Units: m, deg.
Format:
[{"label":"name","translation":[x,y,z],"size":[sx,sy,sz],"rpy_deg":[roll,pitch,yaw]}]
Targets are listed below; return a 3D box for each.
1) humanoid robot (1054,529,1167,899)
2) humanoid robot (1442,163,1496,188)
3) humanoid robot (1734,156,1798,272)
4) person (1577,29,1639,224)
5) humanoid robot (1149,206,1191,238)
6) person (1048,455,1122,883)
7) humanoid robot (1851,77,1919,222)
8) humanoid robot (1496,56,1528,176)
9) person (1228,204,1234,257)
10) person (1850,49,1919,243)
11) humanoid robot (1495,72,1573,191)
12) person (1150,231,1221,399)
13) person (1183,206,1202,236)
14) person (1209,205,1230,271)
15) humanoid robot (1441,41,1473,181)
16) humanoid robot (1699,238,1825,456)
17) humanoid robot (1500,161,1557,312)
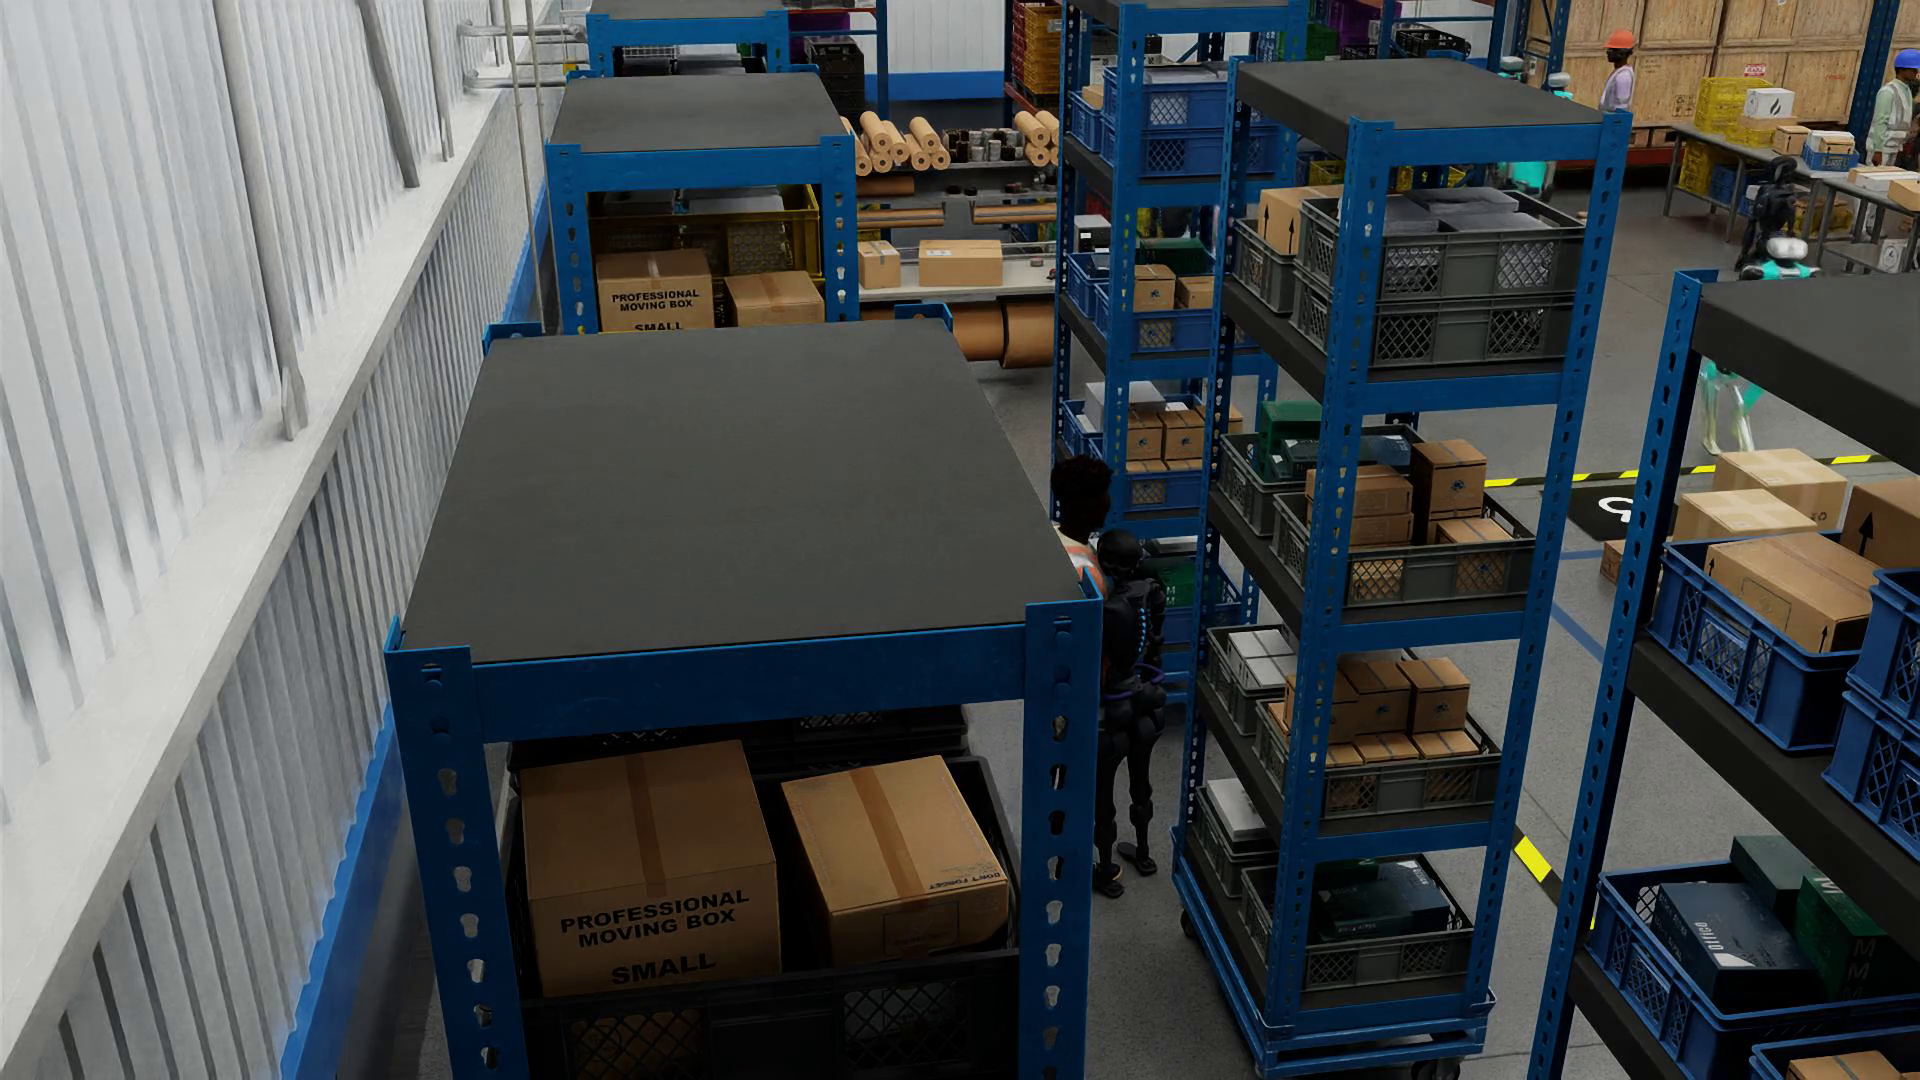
[{"label":"humanoid robot","translation":[0.655,0.725,7.018],"size":[0.599,1.657,0.315],"rpy_deg":[-19,31,-36]},{"label":"humanoid robot","translation":[5.124,-3.774,16.799],"size":[0.599,1.657,0.315],"rpy_deg":[3,25,6]},{"label":"humanoid robot","translation":[6.613,-2.317,13.631],"size":[0.315,1.657,0.599],"rpy_deg":[-3,25,-7]},{"label":"person","translation":[6.885,-4.354,17.642],"size":[0.383,2.045,0.604],"rpy_deg":[7,26,15]},{"label":"humanoid robot","translation":[1.722,-2.226,13.446],"size":[0.369,1.657,0.588],"rpy_deg":[-16,29,-31]},{"label":"person","translation":[0.481,0.563,7.046],"size":[0.368,1.965,0.605],"rpy_deg":[-8,26,-17]},{"label":"humanoid robot","translation":[9.705,-4.016,17.366],"size":[0.613,1.644,0.439],"rpy_deg":[2,25,5]},{"label":"humanoid robot","translation":[5.861,-4.189,17.581],"size":[0.544,1.742,0.681],"rpy_deg":[-13,28,-26]},{"label":"person","translation":[2.624,-3.740,16.498],"size":[0.574,1.882,0.356],"rpy_deg":[-2,25,-5]},{"label":"person","translation":[9.504,-4.040,17.072],"size":[0.603,1.948,0.382],"rpy_deg":[-23,33,-40]},{"label":"humanoid robot","translation":[5.713,-3.865,16.826],"size":[0.739,1.699,0.531],"rpy_deg":[5,25,12]},{"label":"person","translation":[1.431,-1.160,10.978],"size":[0.595,1.817,0.486],"rpy_deg":[17,30,32]},{"label":"person","translation":[1.961,-2.549,14.008],"size":[0.615,1.799,0.630],"rpy_deg":[-6,25,-13]},{"label":"person","translation":[2.146,-2.586,14.085],"size":[0.824,1.799,0.693],"rpy_deg":[-2,25,-4]},{"label":"humanoid robot","translation":[5.775,-4.952,19.367],"size":[0.310,1.654,0.604],"rpy_deg":[7,25,14]},{"label":"humanoid robot","translation":[5.341,-1.255,11.300],"size":[0.535,1.734,1.027],"rpy_deg":[0,25,1]},{"label":"humanoid robot","translation":[4.750,-2.771,14.633],"size":[0.863,1.833,0.556],"rpy_deg":[-15,29,-30]}]
